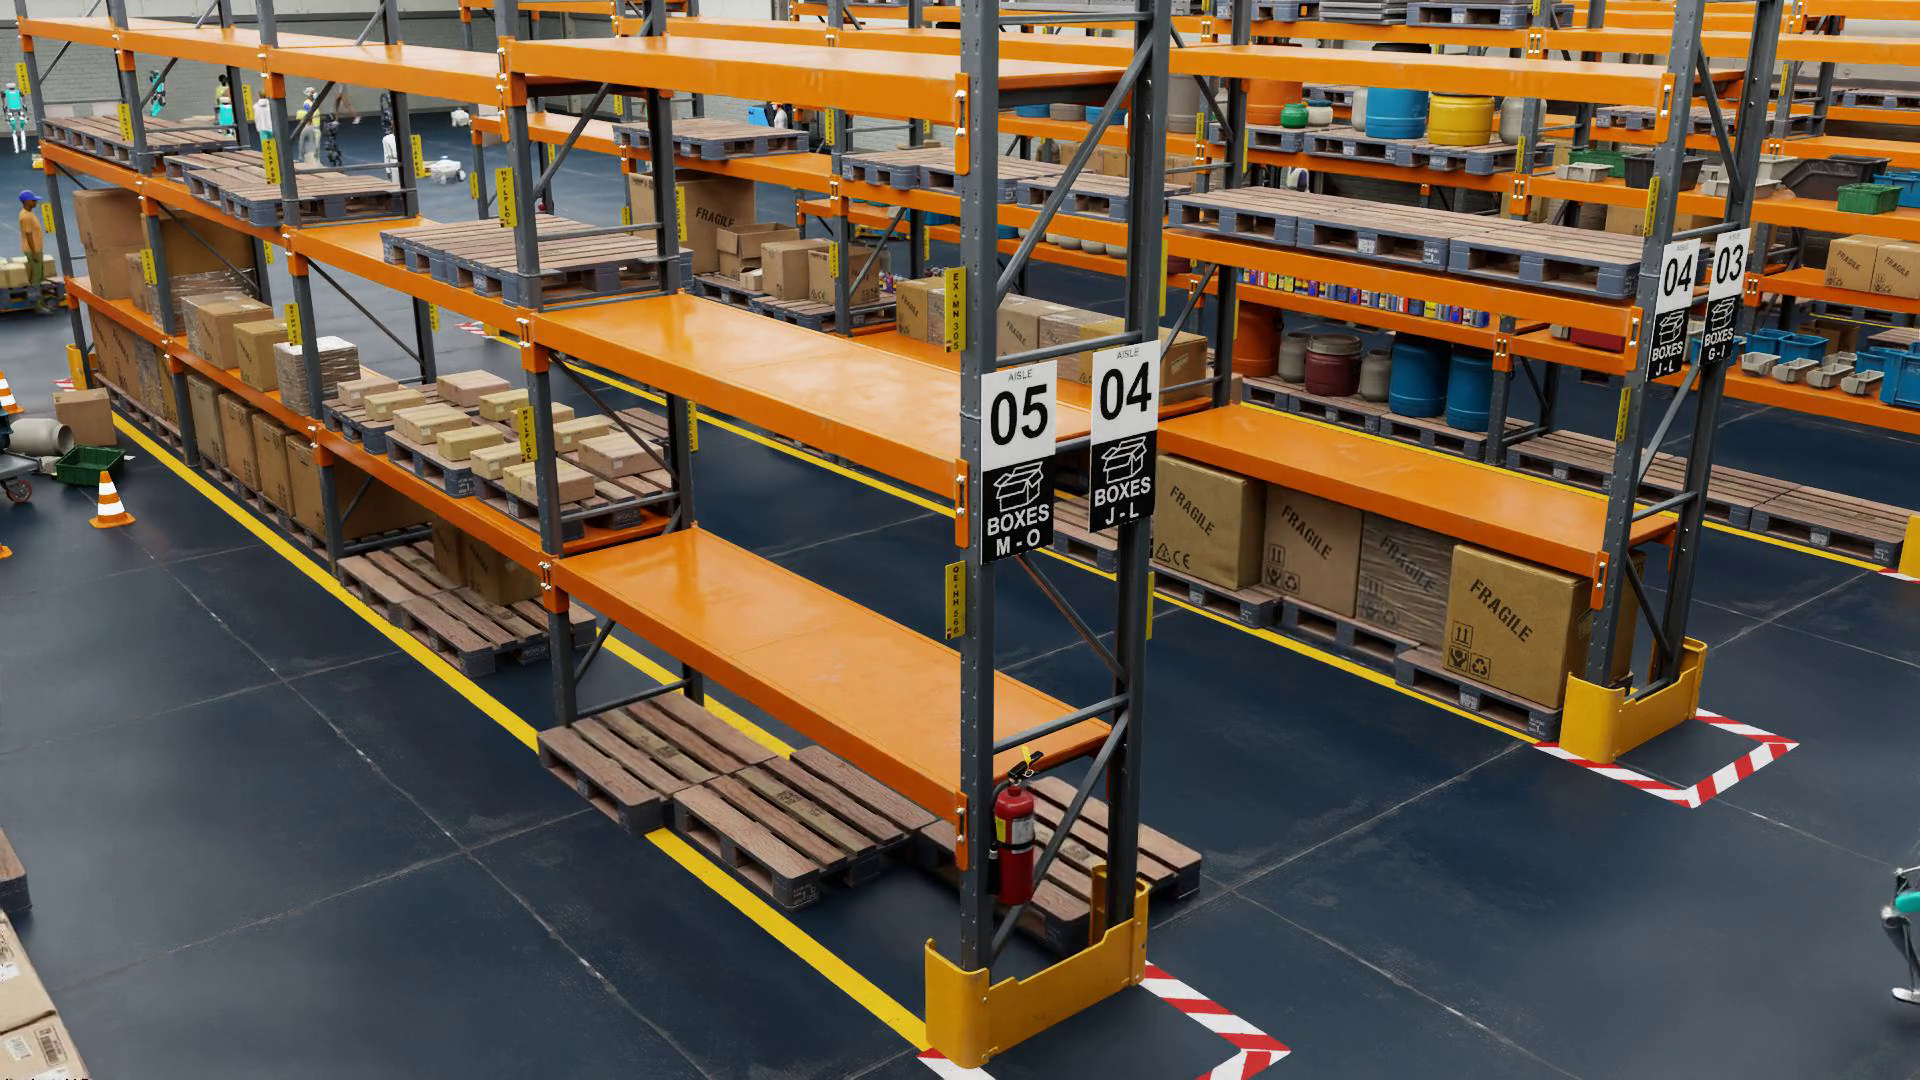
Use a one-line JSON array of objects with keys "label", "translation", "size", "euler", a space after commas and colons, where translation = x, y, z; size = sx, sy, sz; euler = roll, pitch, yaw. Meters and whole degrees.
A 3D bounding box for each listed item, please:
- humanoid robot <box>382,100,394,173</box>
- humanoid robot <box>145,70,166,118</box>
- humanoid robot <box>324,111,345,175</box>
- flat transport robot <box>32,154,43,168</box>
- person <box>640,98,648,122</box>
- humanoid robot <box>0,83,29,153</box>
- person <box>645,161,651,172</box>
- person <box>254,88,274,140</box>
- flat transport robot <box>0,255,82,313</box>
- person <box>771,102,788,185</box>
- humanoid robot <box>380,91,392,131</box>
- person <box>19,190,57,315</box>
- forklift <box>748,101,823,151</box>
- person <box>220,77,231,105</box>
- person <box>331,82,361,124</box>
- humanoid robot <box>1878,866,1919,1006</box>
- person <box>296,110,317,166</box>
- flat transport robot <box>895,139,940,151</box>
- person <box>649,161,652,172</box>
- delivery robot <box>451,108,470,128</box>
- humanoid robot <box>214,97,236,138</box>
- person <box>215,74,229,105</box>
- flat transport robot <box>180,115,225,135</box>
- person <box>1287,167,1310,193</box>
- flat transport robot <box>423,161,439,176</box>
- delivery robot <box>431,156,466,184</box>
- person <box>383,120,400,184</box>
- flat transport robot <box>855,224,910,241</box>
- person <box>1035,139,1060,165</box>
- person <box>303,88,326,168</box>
[{"label": "humanoid robot", "translation": [-13.005, -9.263, 38.199], "size": [0.610, 1.648, 0.429], "euler": [2, 19, 6]}, {"label": "humanoid robot", "translation": [-22.468, -12.194, 46.319], "size": [0.530, 1.728, 0.707], "euler": [11, 22, 27]}, {"label": "humanoid robot", "translation": [-13.354, -8.331, 35.541], "size": [0.536, 1.639, 0.602], "euler": [-3, 20, -9]}, {"label": "flat transport robot", "translation": [-21.794, -9.067, 39.740], "size": [0.659, 0.231, 1.431], "euler": [-10, 22, -26]}, {"label": "person", "translation": [-7.976, -11.101, 42.997], "size": [0.619, 1.950, 0.484], "euler": [17, 25, 39]}, {"label": "humanoid robot", "translation": [-23.925, -10.680, 42.170], "size": [0.532, 1.799, 0.771], "euler": [-12, 23, -30]}, {"label": "person", "translation": [-6.077, -7.594, 33.326], "size": [0.482, 1.740, 0.318], "euler": [-6, 20, -16]}, {"label": "person", "translation": [-16.003, -9.479, 38.467], "size": [0.506, 1.880, 0.864], "euler": [-5, 20, -13]}, {"label": "flat transport robot", "translation": [-13.307, -3.371, 23.531], "size": [0.659, 0.231, 1.431], "euler": [18, 26, 41]}, {"label": "person", "translation": [-3.920, -8.728, 36.344], "size": [0.381, 1.891, 0.563], "euler": [-2, 19, -5]}, {"label": "humanoid robot", "translation": [-14.818, -11.093, 43.362], "size": [0.600, 1.657, 0.312], "euler": [-2, 19, -6]}, {"label": "person", "translation": [-12.834, -4.002, 23.139], "size": [0.367, 1.717, 0.459], "euler": [-8, 21, -21]}, {"label": "forklift", "translation": [-4.526, -11.368, 42.374], "size": [1.129, 2.768, 1.873], "euler": [-15, 24, -37]}, {"label": "person", "translation": [-18.782, -11.106, 43.166], "size": [0.791, 1.834, 0.470], "euler": [-4, 20, -12]}, {"label": "person", "translation": [-18.333, -13.265, 49.325], "size": [0.924, 1.836, 0.504], "euler": [-18, 26, -41]}, {"label": "humanoid robot", "translation": [4.592, 1.451, 7.625], "size": [0.835, 1.798, 0.542], "euler": [7, 20, 19]}, {"label": "person", "translation": [-13.664, -8.135, 34.905], "size": [0.873, 1.724, 0.534], "euler": [1, 19, 3]}, {"label": "flat transport robot", "translation": [-0.943, -7.844, 36.259], "size": [0.659, 0.231, 1.431], "euler": [-8, 21, -21]}, {"label": "person", "translation": [-5.060, -5.994, 28.438], "size": [0.361, 1.963, 0.611], "euler": [6, 20, 16]}, {"label": "delivery robot", "translation": [-14.570, -12.312, 48.518], "size": [0.499, 0.577, 0.769], "euler": [-12, 23, -31]}, {"label": "humanoid robot", "translation": [-16.909, -9.279, 38.174], "size": [1.034, 1.743, 0.578], "euler": [16, 25, 37]}, {"label": "person", "translation": [-20.266, -12.000, 45.934], "size": [0.436, 1.684, 0.548], "euler": [12, 23, 31]}, {"label": "flat transport robot", "translation": [-18.944, -9.786, 41.786], "size": [1.431, 0.231, 0.659], "euler": [-6, 20, -15]}, {"label": "person", "translation": [5.546, -5.542, 27.351], "size": [0.407, 1.832, 0.571], "euler": [-2, 19, -6]}, {"label": "flat transport robot", "translation": [-12.316, -8.527, 38.203], "size": [0.659, 0.231, 1.431], "euler": [-1, 19, -3]}, {"label": "delivery robot", "translation": [-11.351, -8.169, 36.768], "size": [0.499, 0.605, 0.799], "euler": [7, 21, 19]}, {"label": "person", "translation": [-10.584, -7.031, 31.530], "size": [0.571, 1.877, 0.343], "euler": [-6, 20, -17]}, {"label": "flat transport robot", "translation": [-1.219, -5.519, 29.642], "size": [1.431, 0.231, 0.659], "euler": [7, 21, 19]}, {"label": "person", "translation": [1.645, -6.815, 31.074], "size": [0.539, 1.764, 0.401], "euler": [-5, 20, -15]}, {"label": "person", "translation": [-14.997, -9.523, 38.596], "size": [0.401, 1.893, 0.517], "euler": [-1, 19, -3]}]
